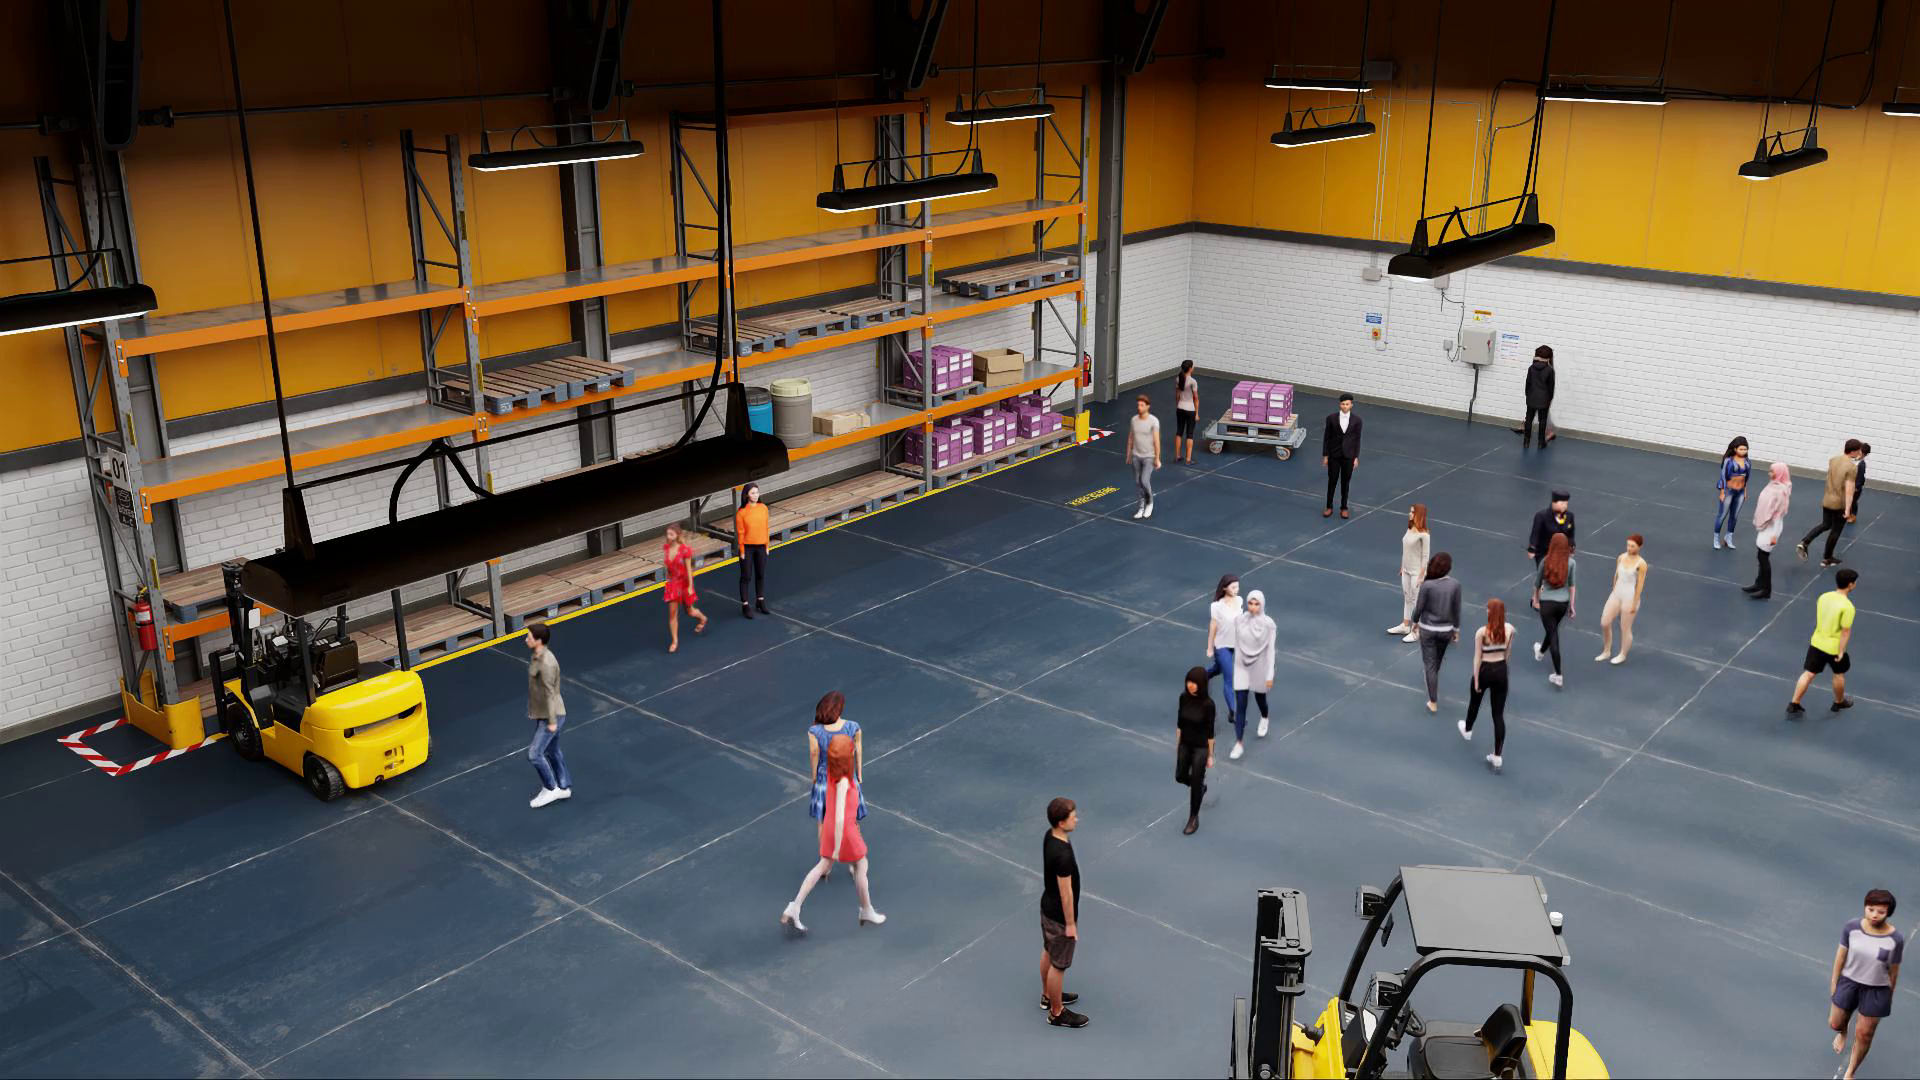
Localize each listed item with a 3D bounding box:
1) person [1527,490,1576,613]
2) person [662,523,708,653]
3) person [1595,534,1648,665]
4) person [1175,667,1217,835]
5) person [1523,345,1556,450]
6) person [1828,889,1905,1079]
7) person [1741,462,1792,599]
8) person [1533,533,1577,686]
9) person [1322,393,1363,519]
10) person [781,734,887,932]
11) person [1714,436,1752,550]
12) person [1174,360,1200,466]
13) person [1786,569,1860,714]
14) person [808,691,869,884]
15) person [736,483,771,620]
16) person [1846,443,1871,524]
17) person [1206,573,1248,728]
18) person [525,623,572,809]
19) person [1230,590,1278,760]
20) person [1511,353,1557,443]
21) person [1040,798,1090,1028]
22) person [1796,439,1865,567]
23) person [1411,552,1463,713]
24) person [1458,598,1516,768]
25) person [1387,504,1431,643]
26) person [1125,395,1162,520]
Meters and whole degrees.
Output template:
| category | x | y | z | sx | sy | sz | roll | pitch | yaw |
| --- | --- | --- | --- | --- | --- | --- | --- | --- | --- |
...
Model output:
| category | x | y | z | sx | sy | sz | roll | pitch | yaw |
| --- | --- | --- | --- | --- | --- | --- | --- | --- | --- |
| person | 7.355 | 0.148 | 20.865 | 1.038 | 1.647 | 1.053 | -4 | 19 | -13 |
| person | -3.304 | 0.525 | 19.868 | 0.754 | 1.569 | 0.997 | 9 | 20 | 24 |
| person | 7.789 | 0.682 | 19.316 | 0.683 | 1.624 | 0.655 | -11 | 21 | -29 |
| person | 2.248 | 1.928 | 15.607 | 0.580 | 1.629 | 0.776 | 14 | 23 | 35 |
| person | 9.868 | -2.442 | 28.347 | 0.670 | 1.780 | 0.656 | 10 | 21 | 28 |
| person | 6.537 | 3.185 | 11.995 | 0.588 | 1.552 | 0.767 | 13 | 22 | 33 |
| person | 10.455 | -0.124 | 21.425 | 0.806 | 1.806 | 0.705 | 3 | 19 | 8 |
| person | 6.731 | 0.820 | 18.815 | 1.085 | 1.681 | 1.205 | 0 | 19 | 1 |
| person | 5.673 | -1.271 | 24.709 | 0.771 | 1.884 | 0.734 | 4 | 19 | 12 |
| person | -1.088 | 2.463 | 13.766 | 1.197 | 1.791 | 0.937 | -7 | 20 | -21 |
| person | 10.837 | -0.661 | 23.313 | 0.691 | 1.617 | 0.756 | -2 | 19 | -7 |
| person | 3.729 | -2.117 | 27.434 | 0.570 | 1.748 | 0.626 | -17 | 25 | -41 |
| person | 9.293 | 1.133 | 17.902 | 1.176 | 1.671 | 0.921 | -9 | 20 | -24 |
| person | -1.086 | 2.162 | 14.635 | 0.732 | 1.806 | 0.807 | -3 | 19 | -8 |
| person | -2.606 | 0.112 | 20.814 | 0.558 | 1.748 | 0.718 | -14 | 23 | -36 |
| person | 13.239 | -0.872 | 24.580 | 0.747 | 1.210 | 0.632 | 5 | 19 | 13 |
| person | 2.772 | 1.147 | 17.907 | 1.116 | 1.641 | 0.790 | -16 | 24 | -39 |
| person | -3.886 | 1.671 | 16.024 | 0.832 | 1.850 | 0.828 | -8 | 20 | -22 |
| person | 3.058 | 1.338 | 17.191 | 0.830 | 1.737 | 1.220 | 8 | 20 | 23 |
| person | 10.096 | -2.456 | 28.626 | 0.693 | 1.629 | 0.964 | 14 | 23 | 36 |
| person | 0.750 | 2.799 | 12.657 | 0.804 | 1.862 | 0.760 | -3 | 19 | -9 |
| person | 11.751 | -0.477 | 22.451 | 1.110 | 1.819 | 1.015 | -4 | 19 | -13 |
| person | 5.214 | 1.028 | 18.135 | 1.052 | 1.721 | 1.157 | 0 | 19 | 0 |
| person | 5.431 | 1.471 | 16.872 | 1.144 | 1.688 | 1.194 | -2 | 19 | -5 |
| person | 5.496 | 0.374 | 20.090 | 0.712 | 1.712 | 0.694 | -6 | 20 | -17 |
| person | 2.767 | -1.244 | 24.618 | 0.685 | 1.889 | 0.626 | 14 | 23 | 36 |
